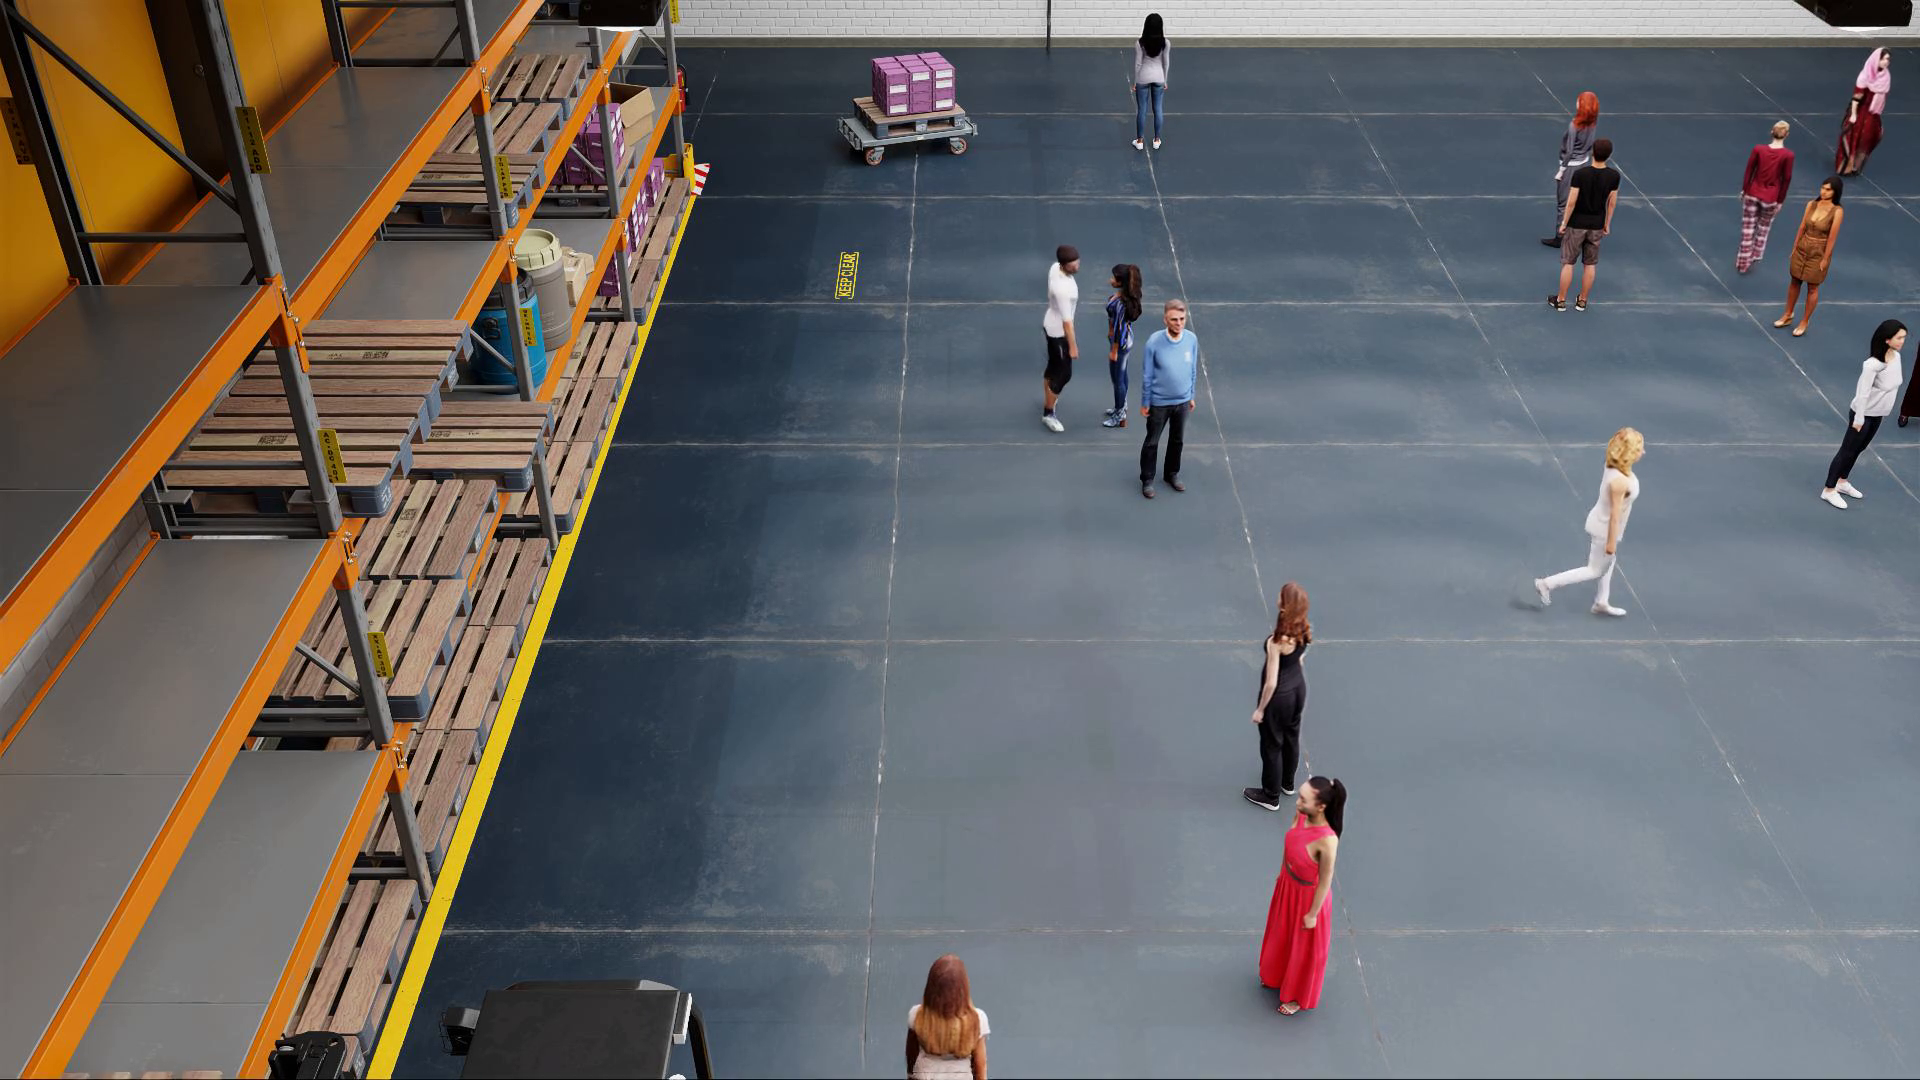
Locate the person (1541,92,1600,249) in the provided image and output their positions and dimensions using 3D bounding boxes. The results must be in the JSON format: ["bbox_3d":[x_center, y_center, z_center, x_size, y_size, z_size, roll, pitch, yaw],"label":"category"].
[{"bbox_3d":[6.891,-4.171,18.711,0.654,1.779,0.675,-22,39,-29],"label":"person"}]

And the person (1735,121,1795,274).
[{"bbox_3d":[8.723,-3.715,18.114,0.858,1.681,0.975,17,37,24],"label":"person"}]

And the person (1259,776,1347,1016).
[{"bbox_3d":[1.956,2.010,9.459,0.740,1.727,0.606,-10,35,-14],"label":"person"}]

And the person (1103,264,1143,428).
[{"bbox_3d":[1.470,-1.801,15.292,0.725,1.618,0.563,8,34,11],"label":"person"}]

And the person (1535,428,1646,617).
[{"bbox_3d":[4.866,-0.120,12.736,0.806,1.647,0.956,7,34,11],"label":"person"}]

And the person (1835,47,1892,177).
[{"bbox_3d":[11.131,-5.316,20.573,0.706,1.625,0.718,-7,34,-10],"label":"person"}]

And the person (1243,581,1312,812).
[{"bbox_3d":[2.123,1.022,10.929,0.716,1.746,0.650,28,42,35],"label":"person"}]

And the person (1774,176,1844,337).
[{"bbox_3d":[8.650,-2.890,16.867,0.697,1.687,0.600,-18,38,-25],"label":"person"}]

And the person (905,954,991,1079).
[{"bbox_3d":[-0.085,2.803,8.331,0.616,1.654,1.143,1,34,2],"label":"person"}]

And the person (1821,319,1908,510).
[{"bbox_3d":[7.716,-1.094,14.154,0.712,1.701,0.756,-25,41,-32],"label":"person"}]

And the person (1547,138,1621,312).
[{"bbox_3d":[6.501,-3.276,17.290,0.674,1.861,0.588,2,34,3],"label":"person"}]

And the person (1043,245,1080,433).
[{"bbox_3d":[0.883,-1.951,15.336,0.924,1.819,0.516,-12,35,-17],"label":"person"}]

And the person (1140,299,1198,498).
[{"bbox_3d":[1.789,-1.240,14.267,0.724,1.819,0.676,-10,35,-15],"label":"person"}]

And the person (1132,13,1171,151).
[{"bbox_3d":[2.445,-5.877,21.317,0.623,1.736,0.553,-3,34,-5],"label":"person"}]
